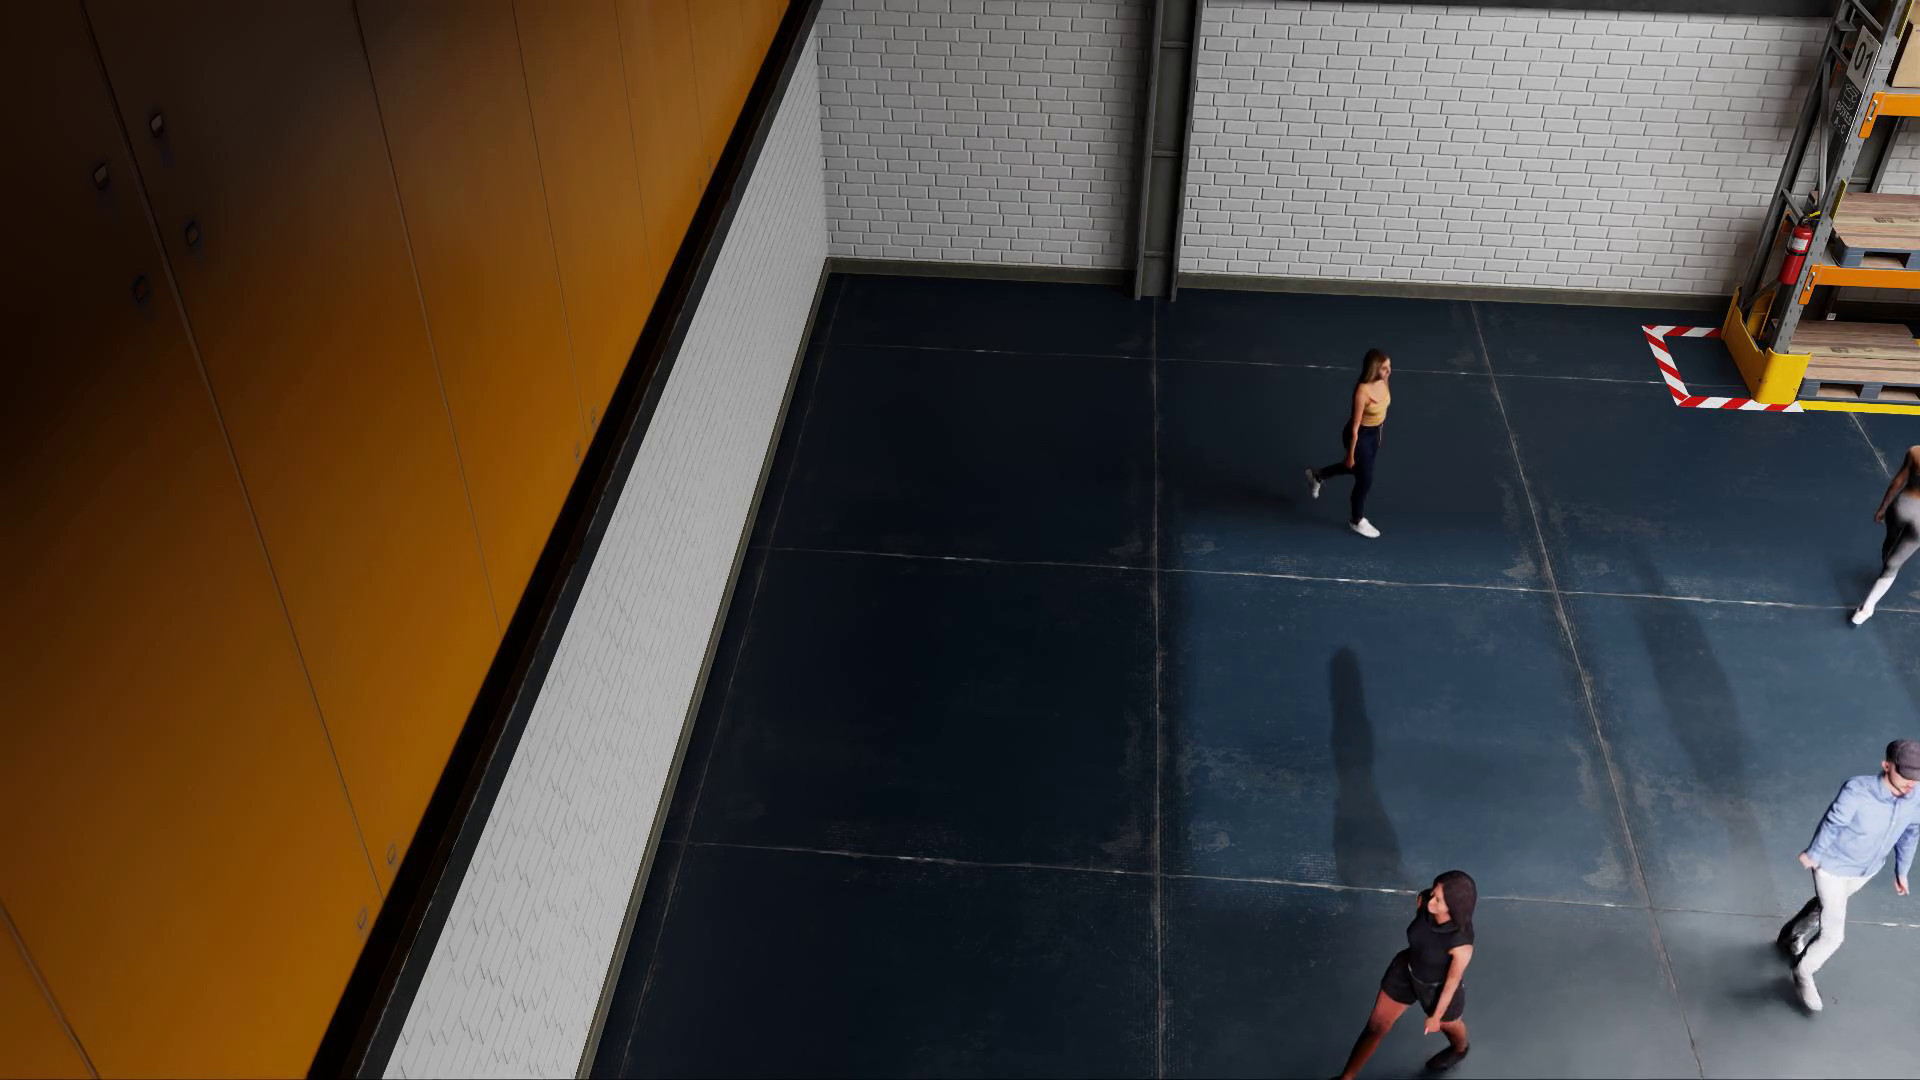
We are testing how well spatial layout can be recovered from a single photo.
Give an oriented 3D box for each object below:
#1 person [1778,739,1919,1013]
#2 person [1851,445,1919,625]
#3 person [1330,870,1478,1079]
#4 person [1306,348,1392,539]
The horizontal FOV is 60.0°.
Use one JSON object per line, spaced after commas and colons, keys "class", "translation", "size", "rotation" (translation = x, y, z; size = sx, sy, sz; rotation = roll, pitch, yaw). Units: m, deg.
{"class": "person", "translation": [4.951, 1.729, 9.331], "size": [0.814, 1.867, 0.845], "rotation": [-9, 39, -11]}
{"class": "person", "translation": [6.709, -0.104, 11.792], "size": [1.098, 1.660, 1.089], "rotation": [30, 48, 32]}
{"class": "person", "translation": [2.520, 2.334, 8.719], "size": [1.280, 1.685, 0.996], "rotation": [-15, 41, -17]}
{"class": "person", "translation": [3.006, -0.785, 12.680], "size": [1.030, 1.616, 0.903], "rotation": [29, 47, 31]}
